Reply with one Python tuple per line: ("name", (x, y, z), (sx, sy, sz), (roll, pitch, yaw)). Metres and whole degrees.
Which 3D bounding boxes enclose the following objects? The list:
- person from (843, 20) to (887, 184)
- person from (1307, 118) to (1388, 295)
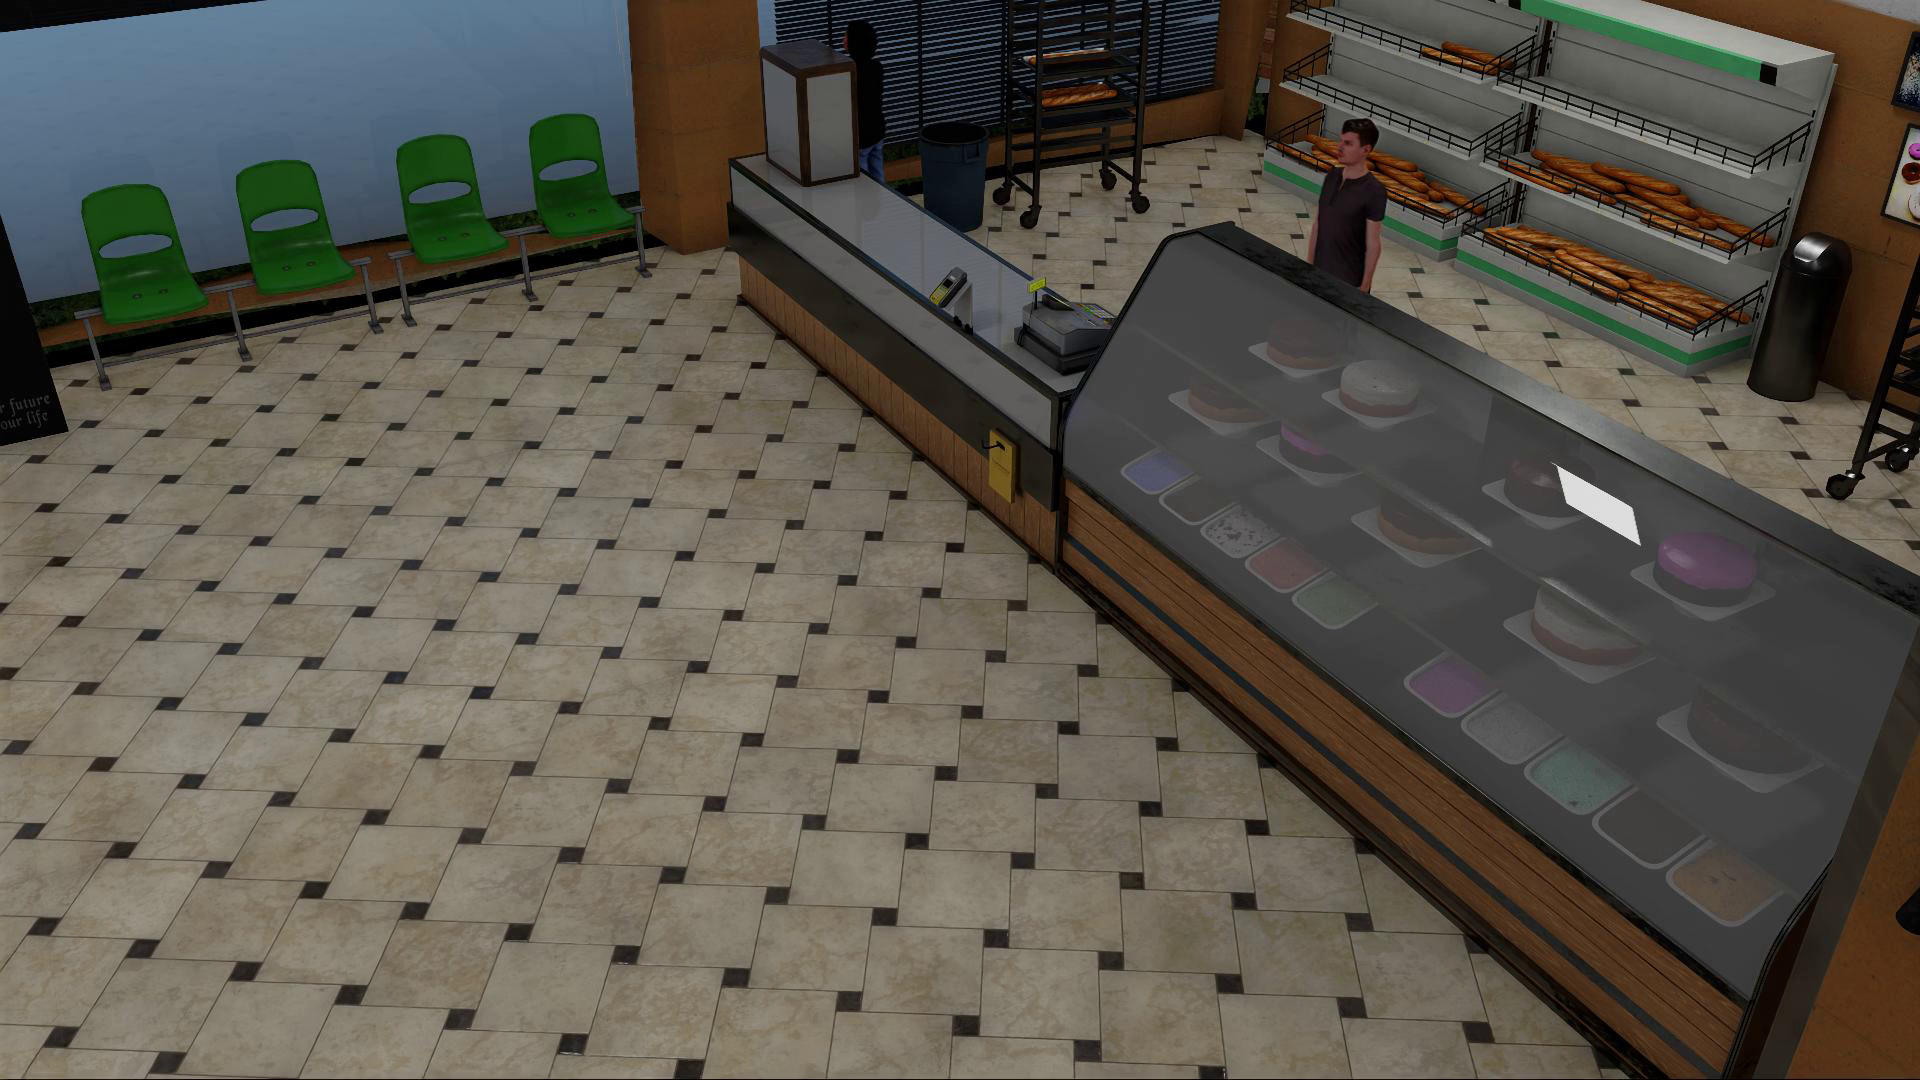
("person", (-0.669, -2.755, 11.563), (0.722, 1.701, 0.621), (18, 36, 27))
("person", (2.137, -1.456, 9.332), (0.517, 1.852, 0.646), (-17, 36, -26))
